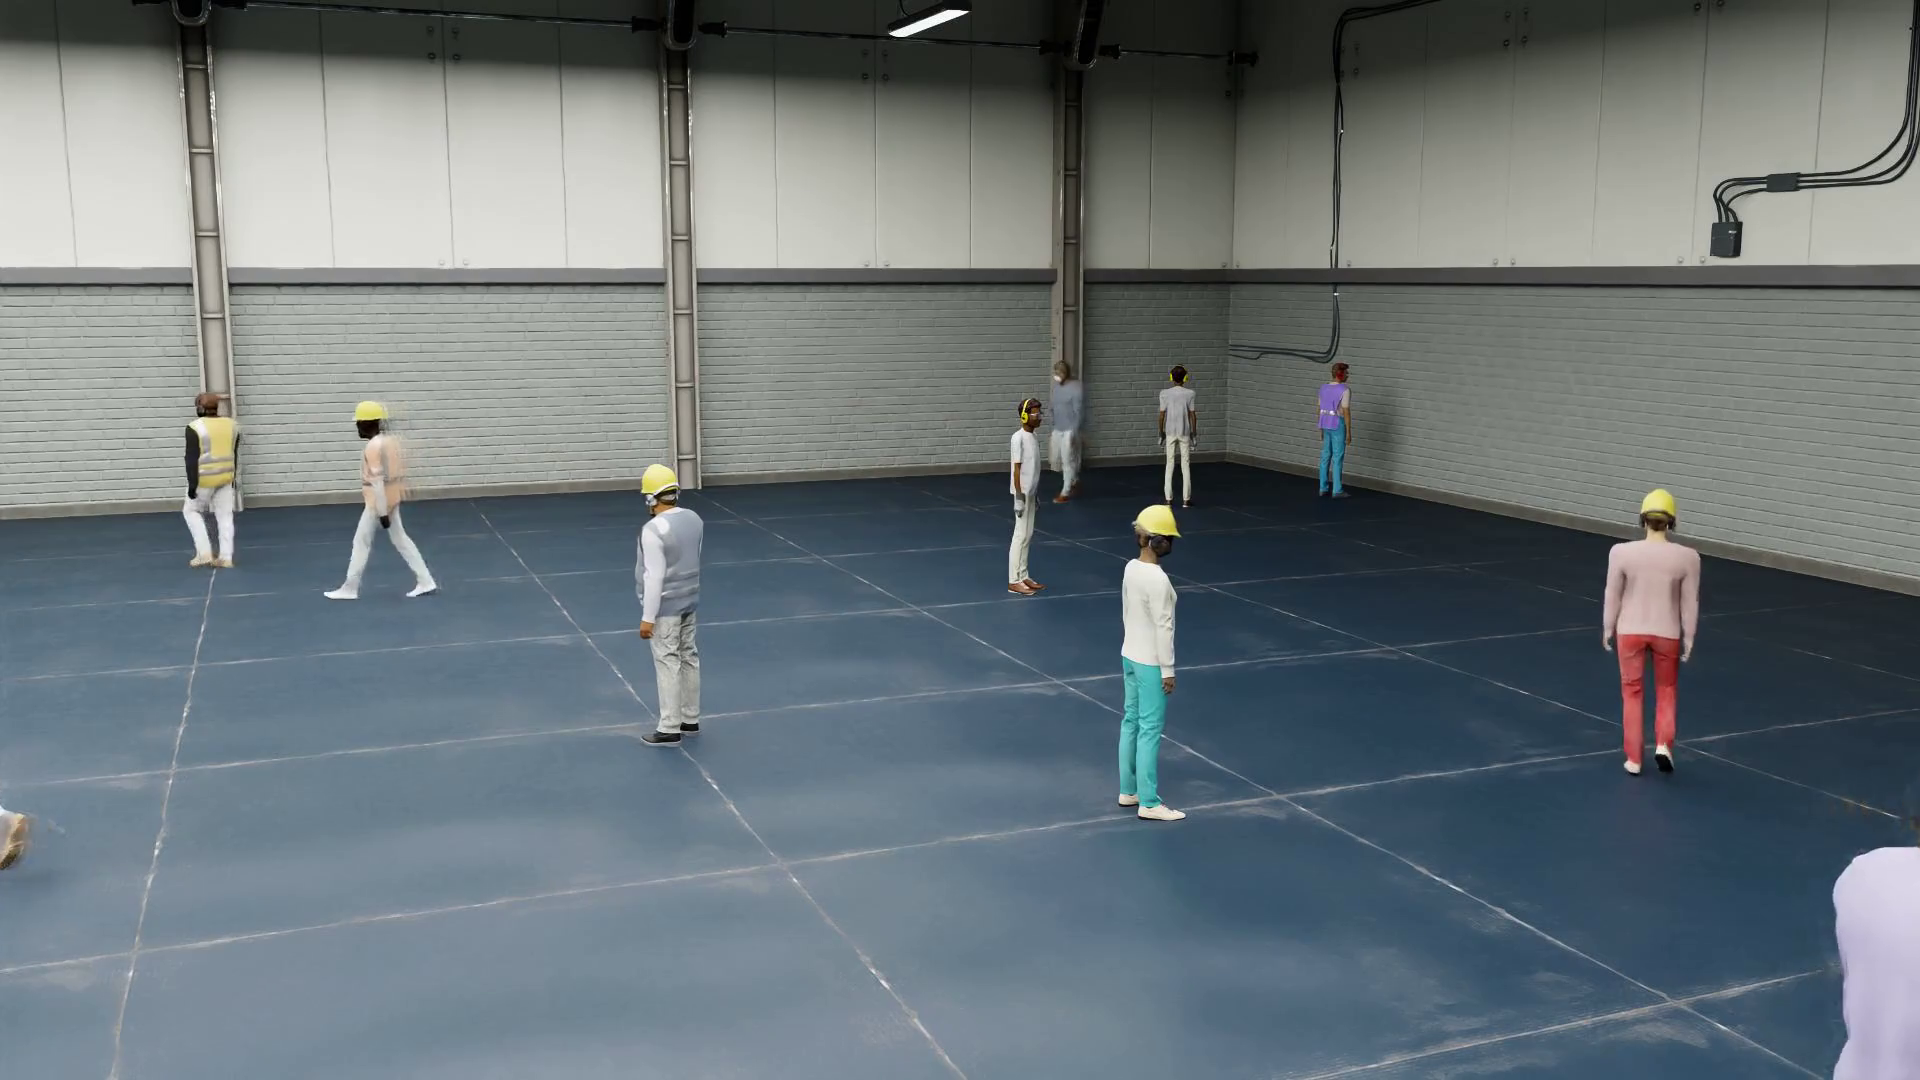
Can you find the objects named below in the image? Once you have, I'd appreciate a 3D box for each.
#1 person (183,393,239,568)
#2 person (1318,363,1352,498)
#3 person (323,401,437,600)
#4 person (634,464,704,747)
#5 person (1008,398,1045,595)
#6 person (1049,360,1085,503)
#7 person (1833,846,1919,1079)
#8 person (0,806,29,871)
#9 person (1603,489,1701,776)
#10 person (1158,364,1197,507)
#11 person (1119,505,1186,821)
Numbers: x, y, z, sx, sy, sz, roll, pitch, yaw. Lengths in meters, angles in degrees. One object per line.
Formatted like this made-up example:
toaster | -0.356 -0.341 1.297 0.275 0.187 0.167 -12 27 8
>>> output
person | -7.796 -0.612 17.239 0.559 1.823 0.652 5 10 26
person | 5.105 -1.492 22.707 0.375 1.840 0.567 -5 10 -29
person | -5.415 -0.363 15.536 1.006 1.878 0.593 0 9 -1
person | -1.891 0.422 10.745 0.404 1.825 0.587 4 10 22
person | 0.642 -0.423 15.912 0.310 1.868 0.533 3 10 21
person | 1.455 -1.446 22.210 0.515 1.918 0.637 -7 12 -39
person | 2.448 1.438 4.060 0.700 1.917 0.662 -2 9 -10
person | -5.100 0.817 8.149 0.770 1.864 0.587 -2 9 -10
person | 4.172 0.565 10.082 0.525 1.755 0.378 3 9 17
person | 2.855 -1.355 21.796 0.514 1.862 0.329 2 9 12
person | 1.073 0.680 9.315 0.315 1.766 0.523 -3 9 -17
